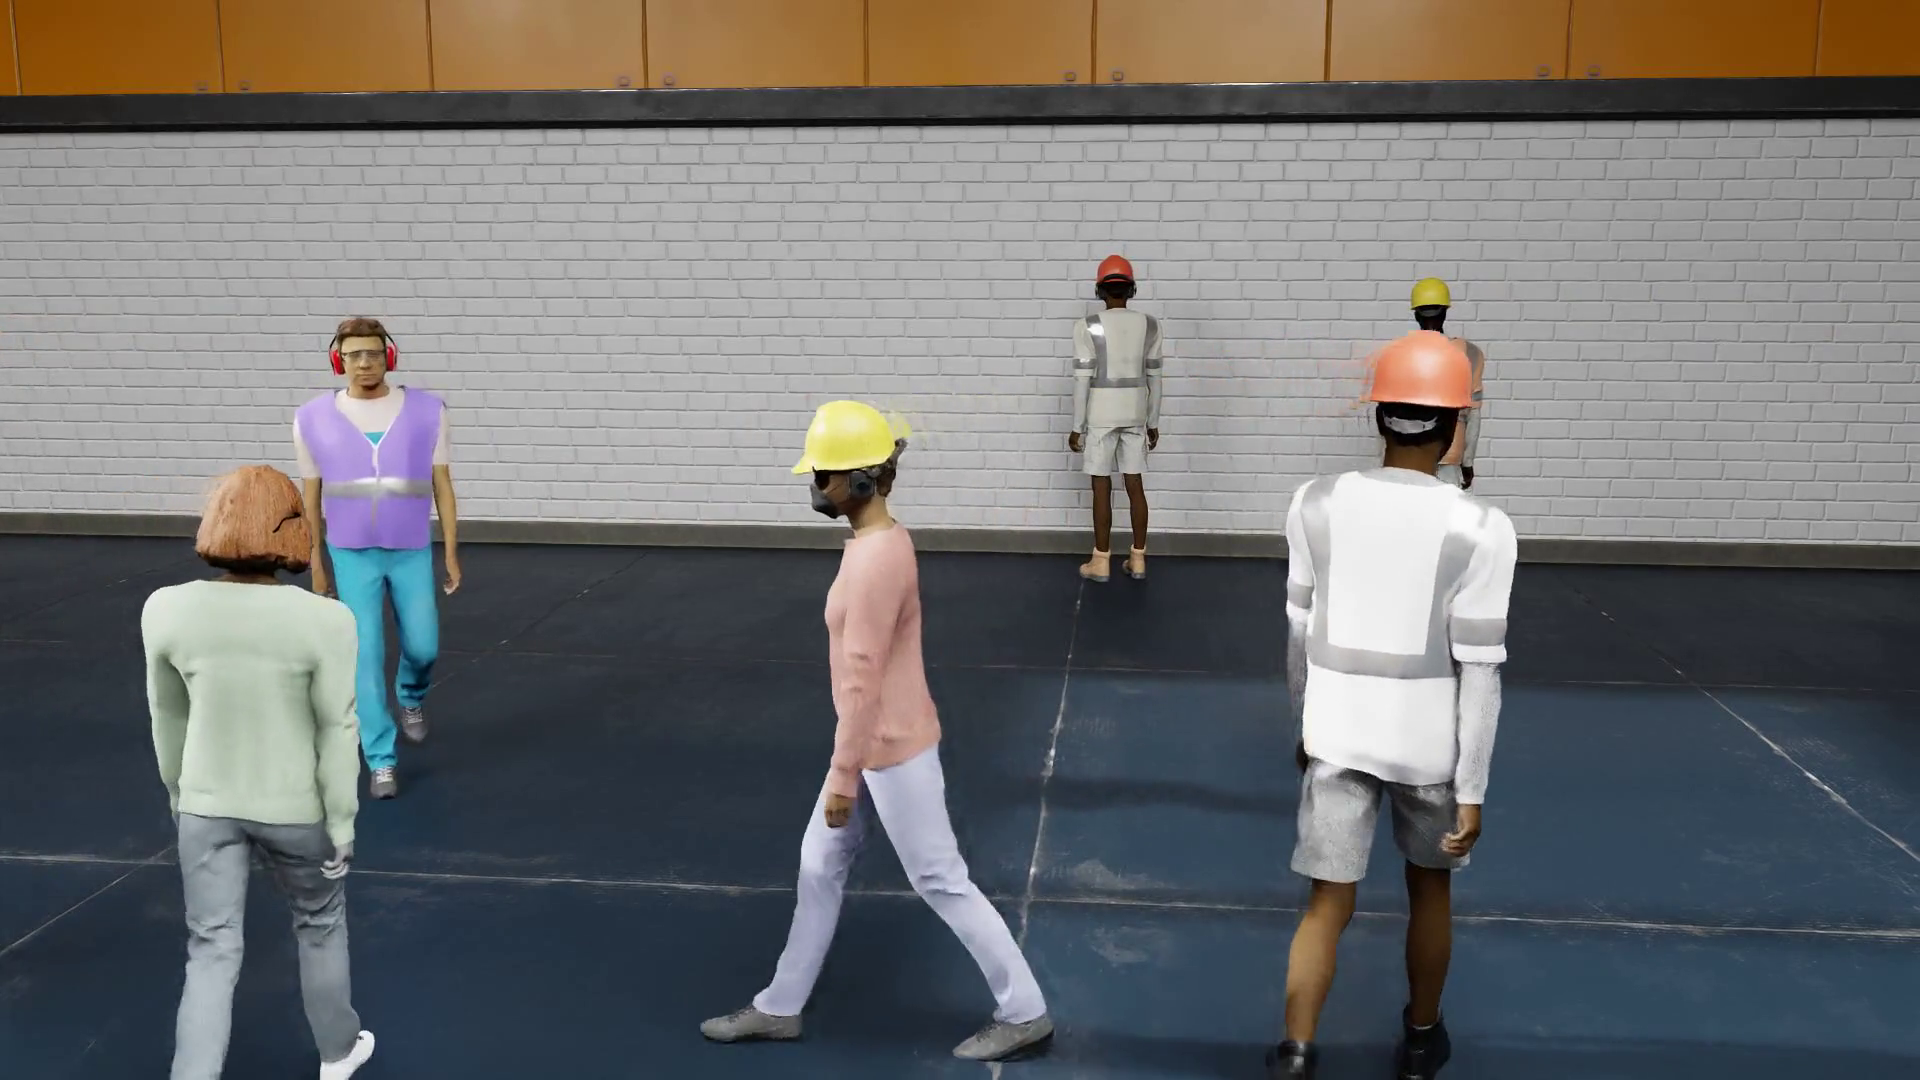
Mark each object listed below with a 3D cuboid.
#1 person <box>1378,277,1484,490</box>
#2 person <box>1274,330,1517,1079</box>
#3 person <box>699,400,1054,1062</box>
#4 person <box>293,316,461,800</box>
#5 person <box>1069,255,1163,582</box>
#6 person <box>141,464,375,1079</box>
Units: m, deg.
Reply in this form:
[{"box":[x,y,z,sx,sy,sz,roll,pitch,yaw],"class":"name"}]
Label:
[{"box":[2.553,-0.466,9.115,0.589,1.923,0.383,-1,10,-8],"class":"person"},{"box":[0.973,0.470,3.839,0.537,1.901,0.913,5,11,27],"class":"person"},{"box":[-0.180,0.502,4.185,0.917,1.715,0.528,-1,10,-3],"class":"person"},{"box":[-2.254,0.042,6.472,0.579,1.831,0.650,-4,11,-22],"class":"person"},{"box":[0.966,-0.759,10.454,0.615,2.039,0.382,-4,11,-20],"class":"person"},{"box":[-1.617,0.626,3.802,0.516,1.596,0.821,-1,10,-3],"class":"person"}]
